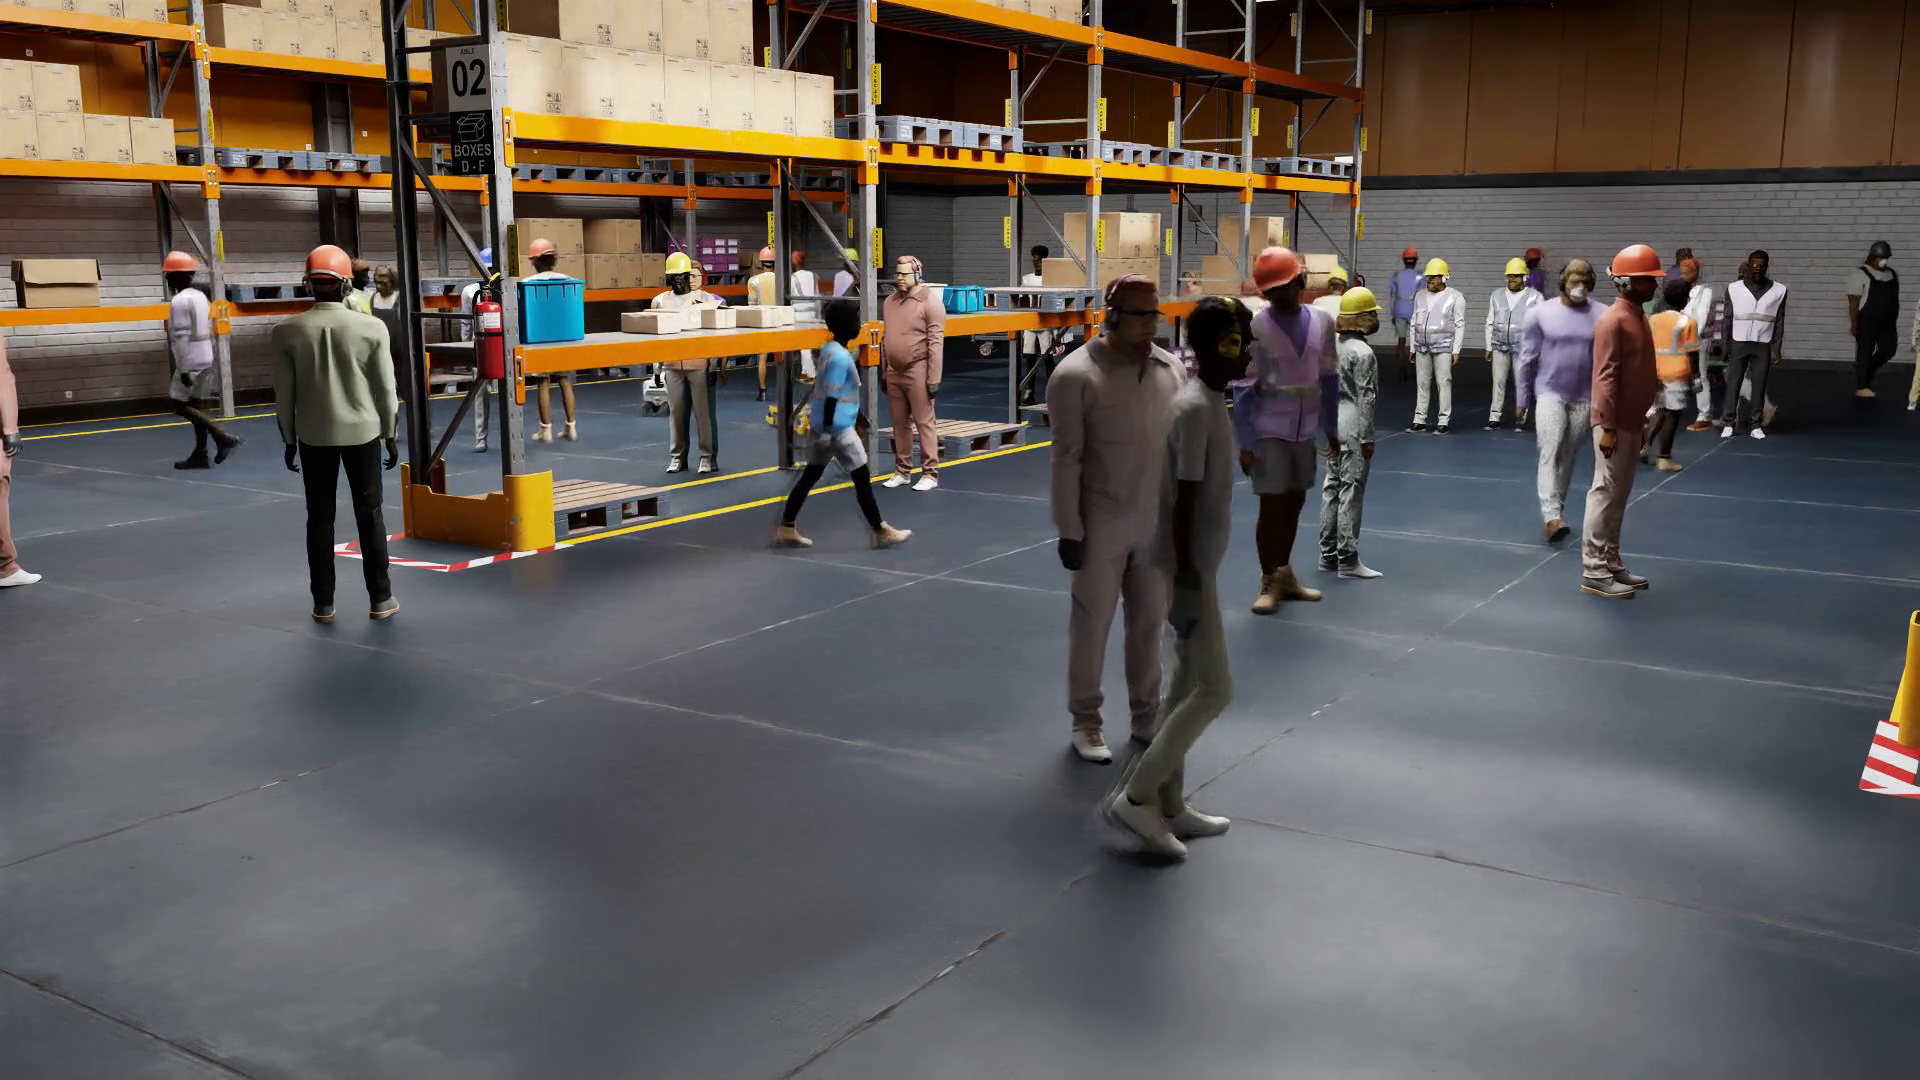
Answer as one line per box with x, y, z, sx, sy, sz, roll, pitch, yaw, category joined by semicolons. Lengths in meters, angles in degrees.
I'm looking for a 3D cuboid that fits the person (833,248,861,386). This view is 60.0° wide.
-1.531;-3.069;23.030;0.490;1.898;0.589;-5;11;-25;person

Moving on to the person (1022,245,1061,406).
0.960;-2.584;20.169;0.633;1.962;0.394;6;12;31;person

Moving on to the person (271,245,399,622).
-3.293;-0.554;8.828;0.611;1.995;0.380;-3;11;-15;person

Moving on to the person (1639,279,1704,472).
6.207;-1.422;14.497;0.360;1.685;0.539;-4;11;-19;person

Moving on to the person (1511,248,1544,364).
9.287;-3.768;26.943;1.014;1.891;0.559;7;12;33;person

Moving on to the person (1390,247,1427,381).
6.480;-3.248;23.995;0.569;1.906;0.674;6;12;29;person

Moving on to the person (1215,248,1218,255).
4.012;-3.570;25.548;0.612;1.991;0.392;-7;12;-34;person

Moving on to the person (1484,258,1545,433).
5.836;-2.051;17.574;0.597;1.832;0.404;6;12;32;person

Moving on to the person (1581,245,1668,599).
3.787;-0.676;9.502;0.381;1.994;0.622;8;13;36;person

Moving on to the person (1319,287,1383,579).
2.369;-0.643;10.011;0.286;1.746;0.489;-2;10;-13;person

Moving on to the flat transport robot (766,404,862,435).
-1.569;-1.301;17.742;0.652;0.197;1.431;-4;11;-22;flat transport robot

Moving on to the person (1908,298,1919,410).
11.591;-2.340;19.737;0.517;1.631;0.307;7;12;32;person

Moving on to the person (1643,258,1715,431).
7.591;-2.037;17.508;1.019;1.823;0.574;-5;11;-26;person

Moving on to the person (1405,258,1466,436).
4.933;-2.003;17.306;0.404;1.829;0.600;-10;14;-44;person

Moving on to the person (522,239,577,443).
-4.114;-1.987;16.678;0.624;2.029;0.424;-9;13;-40;person

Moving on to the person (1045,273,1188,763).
0.645;-0.080;6.488;0.647;1.897;0.399;-6;12;-29;person

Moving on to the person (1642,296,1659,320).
8.246;-2.427;20.206;0.507;1.632;0.268;-3;11;-15;person

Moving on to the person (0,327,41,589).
-5.744;-0.658;9.647;0.638;1.910;0.407;1;10;5;person

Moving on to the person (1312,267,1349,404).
3.965;-2.039;17.763;0.537;1.747;0.637;5;11;26;person

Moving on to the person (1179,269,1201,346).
3.333;-3.051;23.736;0.521;1.614;0.723;8;13;36;person

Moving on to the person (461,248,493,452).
-4.441;-1.804;15.911;0.626;1.948;0.422;-3;11;-14;person

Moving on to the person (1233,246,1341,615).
1.759;-0.586;9.041;0.689;1.989;0.528;-4;11;-23;person

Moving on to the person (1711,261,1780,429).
8.422;-2.067;17.721;0.621;1.810;0.805;-6;12;-30;person

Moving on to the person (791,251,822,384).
-2.268;-3.119;23.404;0.709;1.858;0.601;9;14;42;person

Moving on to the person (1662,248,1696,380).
10.511;-3.296;24.269;0.409;1.908;0.639;-2;10;-9;person

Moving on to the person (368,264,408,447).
-5.615;-1.833;16.499;0.541;1.798;0.904;2;10;10;person

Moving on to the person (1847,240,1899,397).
11.817;-2.862;21.487;0.700;2.000;0.563;-2;10;-9;person

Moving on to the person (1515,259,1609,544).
4.076;-0.912;11.101;0.626;1.888;0.997;1;10;4;person

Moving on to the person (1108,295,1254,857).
0.758;0.114;5.569;0.459;1.841;0.570;1;10;6;person

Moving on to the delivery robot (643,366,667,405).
-3.420;-1.774;19.316;0.477;0.478;0.707;1;10;7;delivery robot

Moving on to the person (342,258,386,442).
-5.911;-1.845;16.408;0.429;1.841;0.634;2;10;11;person

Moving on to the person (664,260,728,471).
-2.316;-1.522;14.597;0.563;1.847;0.389;0;10;-3;person

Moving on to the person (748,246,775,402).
-2.381;-2.701;20.875;0.545;1.942;0.349;-2;10;-9;person

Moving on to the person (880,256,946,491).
-0.412;-1.345;13.495;0.635;1.899;0.402;10;14;43;person

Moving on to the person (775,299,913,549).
-0.800;-0.745;10.853;0.902;1.643;0.531;-3;11;-15;person

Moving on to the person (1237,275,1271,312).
3.304;-2.217;19.049;0.527;1.624;0.531;7;12;33;person

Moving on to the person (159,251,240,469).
-6.691;-1.565;14.605;0.544;1.926;0.543;0;10;0;person

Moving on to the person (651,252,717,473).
-2.392;-1.529;14.454;0.587;1.920;0.384;1;10;6;person

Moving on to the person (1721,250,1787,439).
8.106;-1.996;17.033;0.591;1.919;0.392;3;11;17;person
